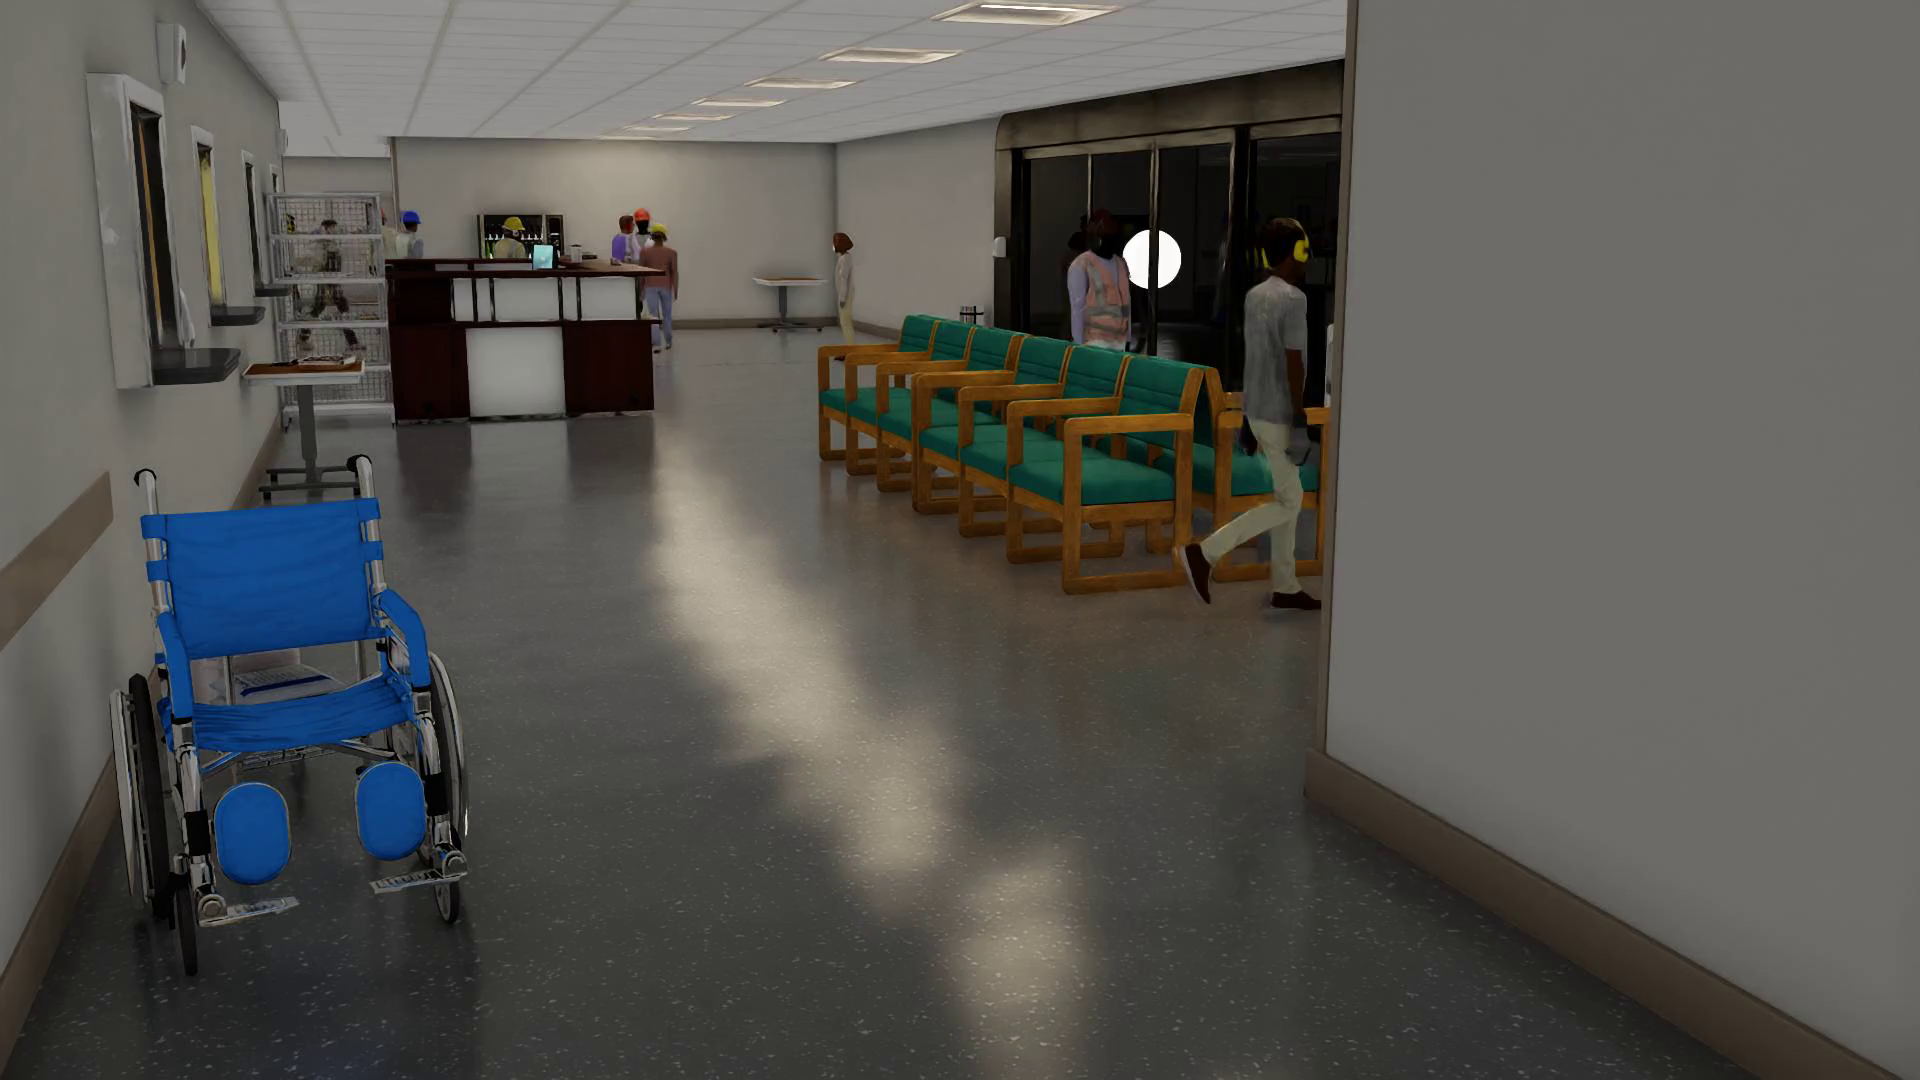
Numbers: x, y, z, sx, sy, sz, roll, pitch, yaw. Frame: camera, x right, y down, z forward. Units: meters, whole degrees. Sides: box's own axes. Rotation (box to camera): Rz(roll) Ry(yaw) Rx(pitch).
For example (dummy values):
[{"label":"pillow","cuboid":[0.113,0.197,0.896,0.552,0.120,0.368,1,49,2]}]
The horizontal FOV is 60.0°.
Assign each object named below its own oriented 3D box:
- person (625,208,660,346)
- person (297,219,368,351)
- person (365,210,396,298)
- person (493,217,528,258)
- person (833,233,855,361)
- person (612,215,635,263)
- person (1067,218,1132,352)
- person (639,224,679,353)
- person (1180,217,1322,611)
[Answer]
[{"label":"person","cuboid":[-4.468,-3.708,23.567,0.568,1.933,0.376,1,11,4]},{"label":"person","cuboid":[-8.658,-3.466,22.675,1.020,1.800,0.530,3,11,16]},{"label":"person","cuboid":[-10.711,-5.158,30.916,0.624,1.966,0.852,-3,11,-14]},{"label":"person","cuboid":[-5.942,-3.377,22.148,0.599,1.825,0.404,8,14,37]},{"label":"person","cuboid":[-1.478,-3.090,21.184,0.286,1.627,0.504,0,11,0]},{"label":"person","cuboid":[-4.943,-3.869,24.609,0.377,1.842,0.570,-9,14,-39]},{"label":"person","cuboid":[1.071,-1.600,13.036,0.631,1.820,0.763,-10,15,-43]},{"label":"person","cuboid":[-4.094,-3.417,22.629,0.541,1.722,0.917,-2,11,-8]},{"label":"person","cuboid":[1.383,-0.550,7.608,0.697,1.840,0.523,-2,11,-11]}]
